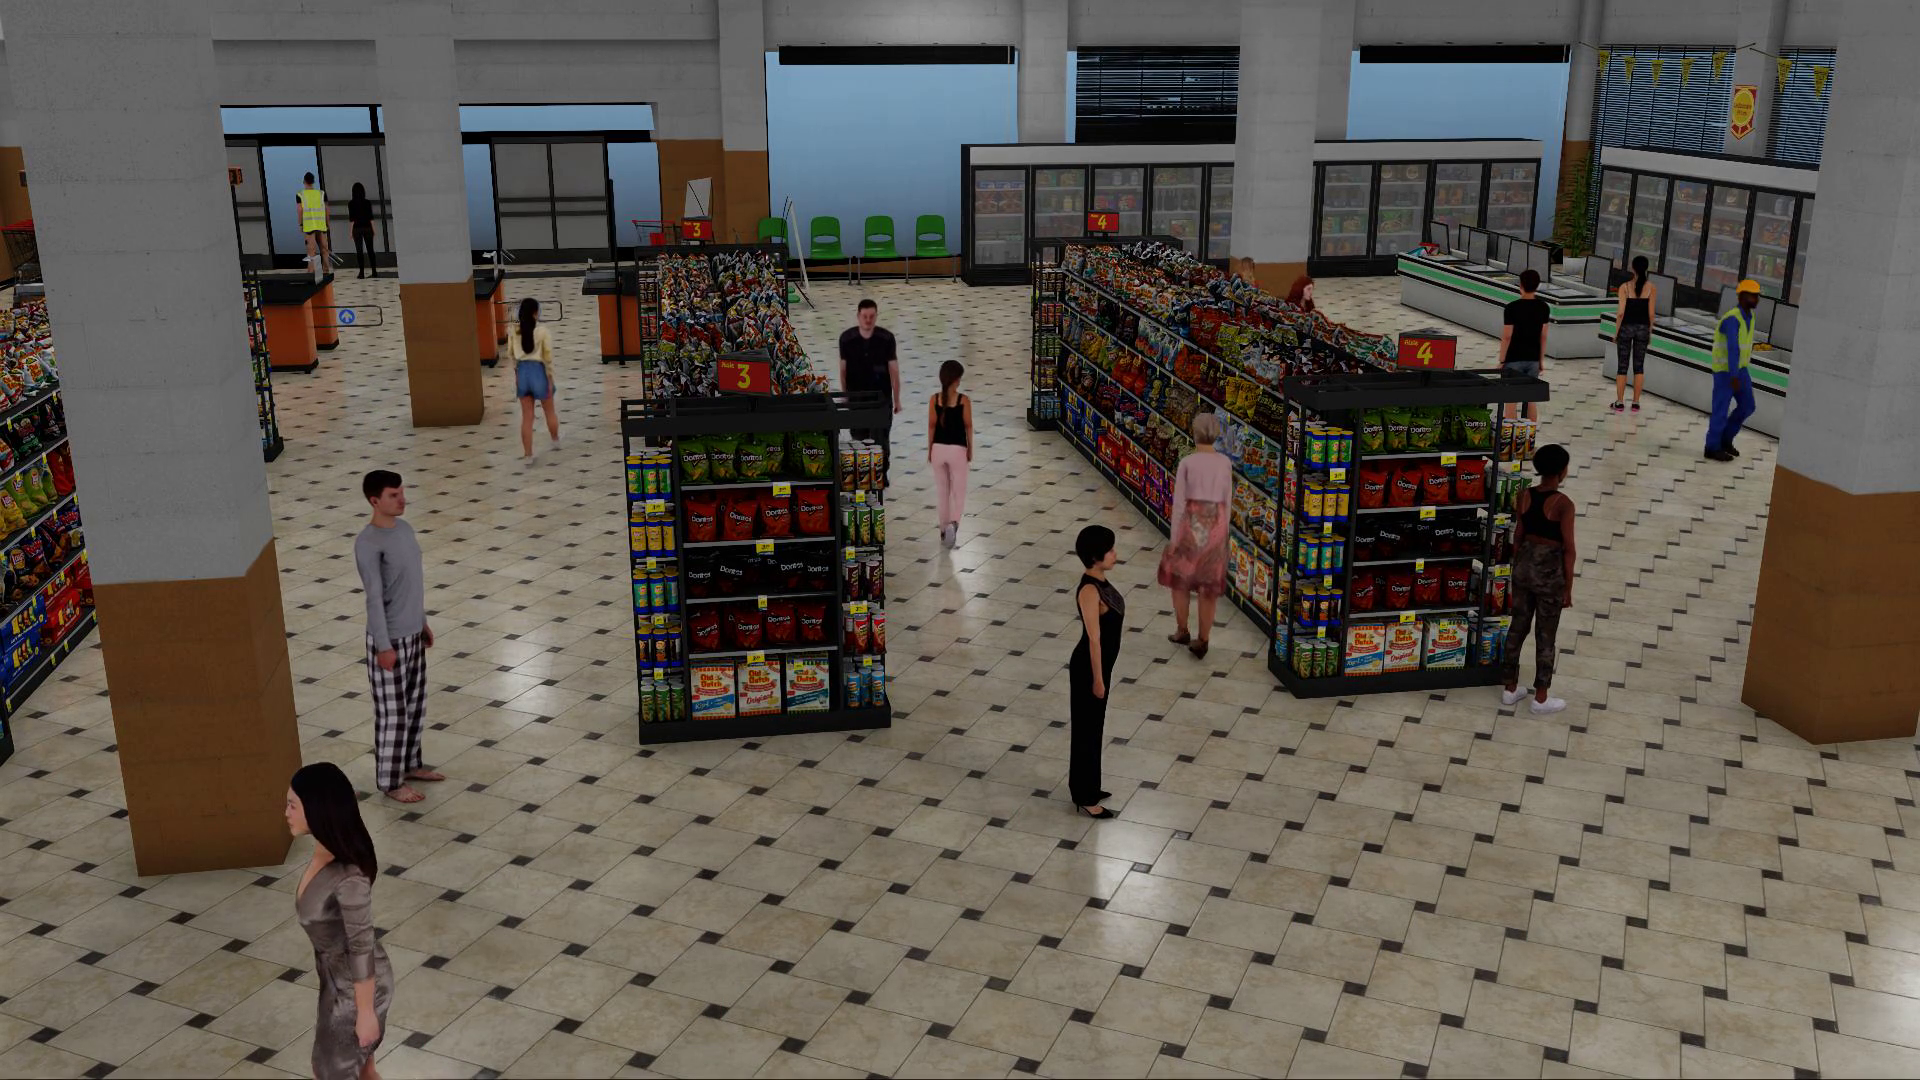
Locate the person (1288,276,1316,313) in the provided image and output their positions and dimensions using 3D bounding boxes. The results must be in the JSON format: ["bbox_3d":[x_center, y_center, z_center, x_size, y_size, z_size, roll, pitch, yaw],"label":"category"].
[{"bbox_3d":[3.347,-1.784,16.845,0.813,1.759,1.194,-8,18,-24],"label":"person"}]

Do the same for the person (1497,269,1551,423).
[{"bbox_3d":[5.662,-1.802,16.755,0.646,1.846,0.541,-3,17,-11],"label":"person"}]

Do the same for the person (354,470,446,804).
[{"bbox_3d":[-3.107,0.510,9.141,0.755,1.847,0.605,3,17,11],"label":"person"}]

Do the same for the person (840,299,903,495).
[{"bbox_3d":[-0.805,-1.278,15.107,0.912,1.801,1.306,0,17,1],"label":"person"}]

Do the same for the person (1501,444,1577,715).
[{"bbox_3d":[3.587,0.232,10.303,0.717,1.703,0.612,-12,21,-35],"label":"person"}]

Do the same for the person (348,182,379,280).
[{"bbox_3d":[-10.375,-5.379,28.888,0.633,1.642,0.616,-10,20,-31],"label":"person"}]

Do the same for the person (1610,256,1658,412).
[{"bbox_3d":[7.543,-2.308,18.629,0.647,1.727,0.651,4,17,12],"label":"person"}]

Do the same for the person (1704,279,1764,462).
[{"bbox_3d":[7.551,-1.684,16.445,0.764,1.802,0.773,-12,20,-33],"label":"person"}]

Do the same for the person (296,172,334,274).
[{"bbox_3d":[-11.075,-5.374,28.518,0.841,1.847,0.884,-14,22,-39],"label":"person"}]

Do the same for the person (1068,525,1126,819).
[{"bbox_3d":[0.708,0.694,8.952,0.685,1.604,0.528,1,17,5],"label":"person"}]

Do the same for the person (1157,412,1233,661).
[{"bbox_3d":[1.634,0.003,11.102,0.630,1.677,0.687,-3,17,-11],"label":"person"}]

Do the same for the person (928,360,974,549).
[{"bbox_3d":[-0.088,-0.676,13.563,0.703,1.548,0.925,2,17,7],"label":"person"}]

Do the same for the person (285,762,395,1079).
[{"bbox_3d":[-2.037,1.576,5.820,0.790,1.737,0.733,-9,19,-28],"label":"person"}]

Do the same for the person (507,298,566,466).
[{"bbox_3d":[-4.206,-1.512,16.259,0.841,1.581,1.172,1,17,5],"label":"person"}]
